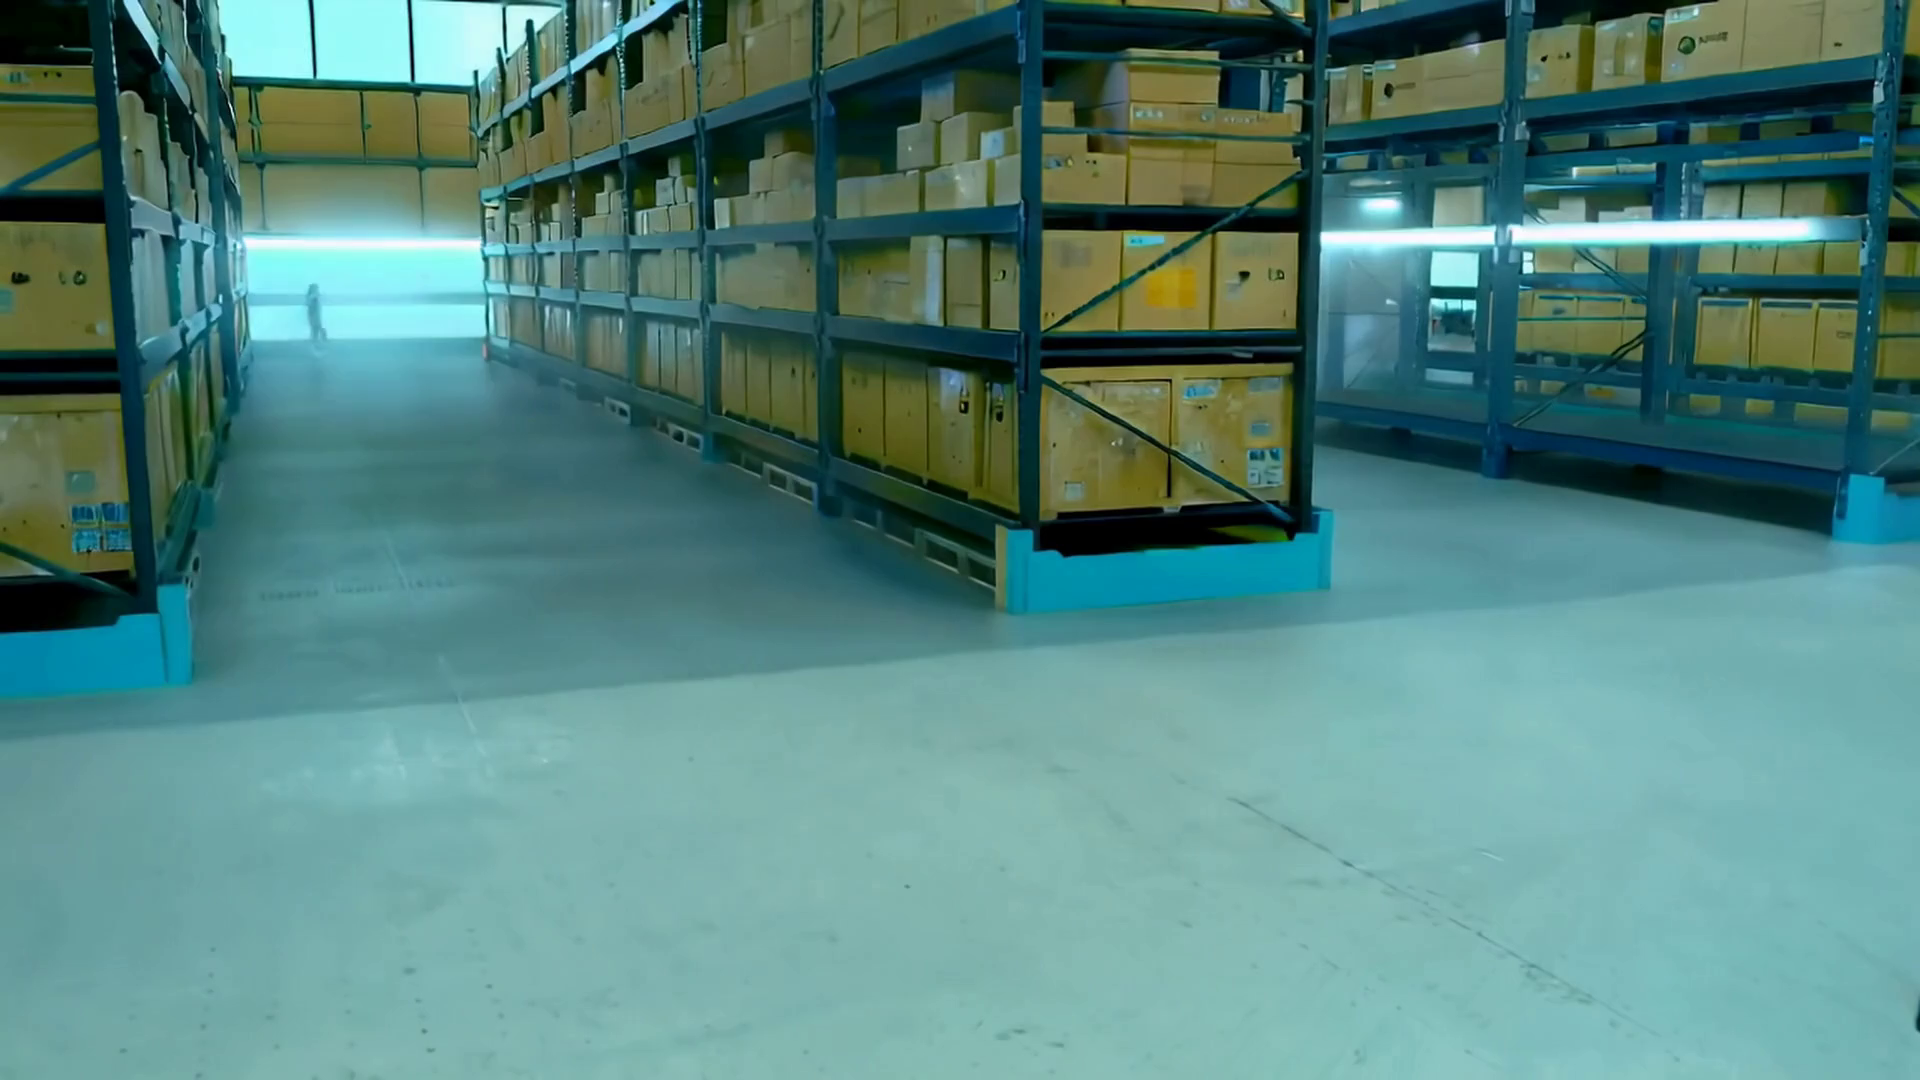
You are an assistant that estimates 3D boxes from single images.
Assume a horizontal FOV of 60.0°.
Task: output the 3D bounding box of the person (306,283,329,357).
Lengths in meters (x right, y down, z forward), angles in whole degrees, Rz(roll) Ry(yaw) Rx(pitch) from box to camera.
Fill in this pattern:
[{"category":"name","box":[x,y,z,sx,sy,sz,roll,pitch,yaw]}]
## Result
[{"category":"person","box":[-14.094,-4.826,36.504,0.524,1.617,0.547,-7,12,-37]}]
